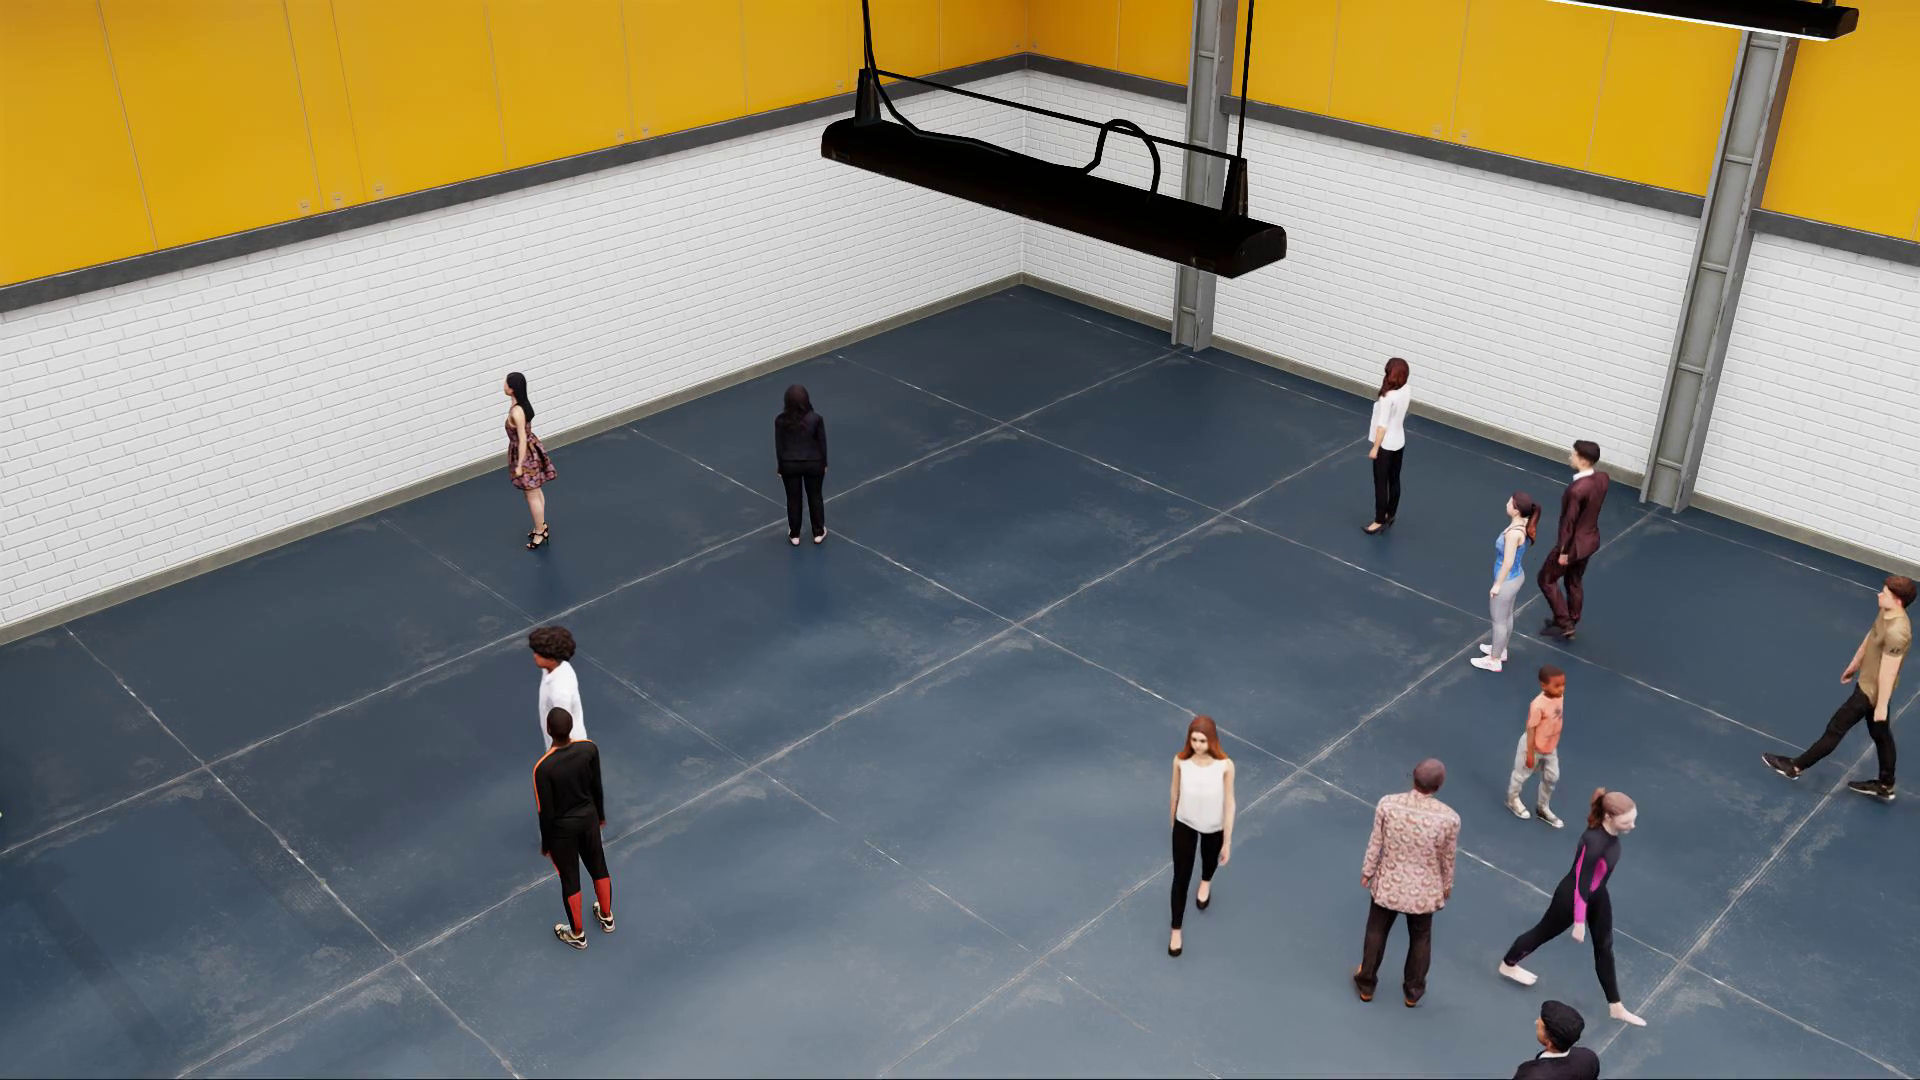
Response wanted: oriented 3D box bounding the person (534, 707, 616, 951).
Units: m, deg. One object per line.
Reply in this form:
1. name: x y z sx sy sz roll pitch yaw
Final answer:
1. person: -2.502 1.843 10.767 0.626 1.808 0.524 -24 37 -37

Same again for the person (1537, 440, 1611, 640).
1. person: 5.262 0.049 14.012 0.734 1.850 0.684 -18 33 -29

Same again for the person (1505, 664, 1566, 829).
1. person: 4.144 1.438 12.043 0.609 1.296 0.734 -16 32 -26

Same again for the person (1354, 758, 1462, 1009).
1. person: 2.754 2.131 10.250 0.726 1.797 0.860 8 30 15

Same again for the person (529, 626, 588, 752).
1. person: -2.751 1.380 11.615 0.775 1.809 0.666 -8 30 -14

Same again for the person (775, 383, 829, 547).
1. person: -1.485 -0.703 15.638 0.759 1.613 0.806 -3 29 -6

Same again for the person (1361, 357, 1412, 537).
1. person: 4.077 -0.887 15.785 0.513 1.794 0.611 24 37 37

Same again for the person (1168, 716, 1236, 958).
1. person: 1.603 1.828 10.928 1.077 1.679 1.003 6 29 11

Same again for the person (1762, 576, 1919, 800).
1. person: 6.747 1.121 12.092 1.261 1.805 0.940 13 31 22

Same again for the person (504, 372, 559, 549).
1. person: -4.066 -0.753 15.561 0.865 1.774 0.796 -3 29 -5

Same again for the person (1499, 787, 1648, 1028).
1. person: 3.744 2.191 10.263 1.165 1.680 0.622 20 34 32

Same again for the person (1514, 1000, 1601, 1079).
1. person: 2.932 3.115 8.379 0.862 1.863 1.086 -17 33 -28

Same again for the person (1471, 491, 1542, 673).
1. person: 4.525 0.330 13.747 0.599 1.610 0.604 17 33 29
